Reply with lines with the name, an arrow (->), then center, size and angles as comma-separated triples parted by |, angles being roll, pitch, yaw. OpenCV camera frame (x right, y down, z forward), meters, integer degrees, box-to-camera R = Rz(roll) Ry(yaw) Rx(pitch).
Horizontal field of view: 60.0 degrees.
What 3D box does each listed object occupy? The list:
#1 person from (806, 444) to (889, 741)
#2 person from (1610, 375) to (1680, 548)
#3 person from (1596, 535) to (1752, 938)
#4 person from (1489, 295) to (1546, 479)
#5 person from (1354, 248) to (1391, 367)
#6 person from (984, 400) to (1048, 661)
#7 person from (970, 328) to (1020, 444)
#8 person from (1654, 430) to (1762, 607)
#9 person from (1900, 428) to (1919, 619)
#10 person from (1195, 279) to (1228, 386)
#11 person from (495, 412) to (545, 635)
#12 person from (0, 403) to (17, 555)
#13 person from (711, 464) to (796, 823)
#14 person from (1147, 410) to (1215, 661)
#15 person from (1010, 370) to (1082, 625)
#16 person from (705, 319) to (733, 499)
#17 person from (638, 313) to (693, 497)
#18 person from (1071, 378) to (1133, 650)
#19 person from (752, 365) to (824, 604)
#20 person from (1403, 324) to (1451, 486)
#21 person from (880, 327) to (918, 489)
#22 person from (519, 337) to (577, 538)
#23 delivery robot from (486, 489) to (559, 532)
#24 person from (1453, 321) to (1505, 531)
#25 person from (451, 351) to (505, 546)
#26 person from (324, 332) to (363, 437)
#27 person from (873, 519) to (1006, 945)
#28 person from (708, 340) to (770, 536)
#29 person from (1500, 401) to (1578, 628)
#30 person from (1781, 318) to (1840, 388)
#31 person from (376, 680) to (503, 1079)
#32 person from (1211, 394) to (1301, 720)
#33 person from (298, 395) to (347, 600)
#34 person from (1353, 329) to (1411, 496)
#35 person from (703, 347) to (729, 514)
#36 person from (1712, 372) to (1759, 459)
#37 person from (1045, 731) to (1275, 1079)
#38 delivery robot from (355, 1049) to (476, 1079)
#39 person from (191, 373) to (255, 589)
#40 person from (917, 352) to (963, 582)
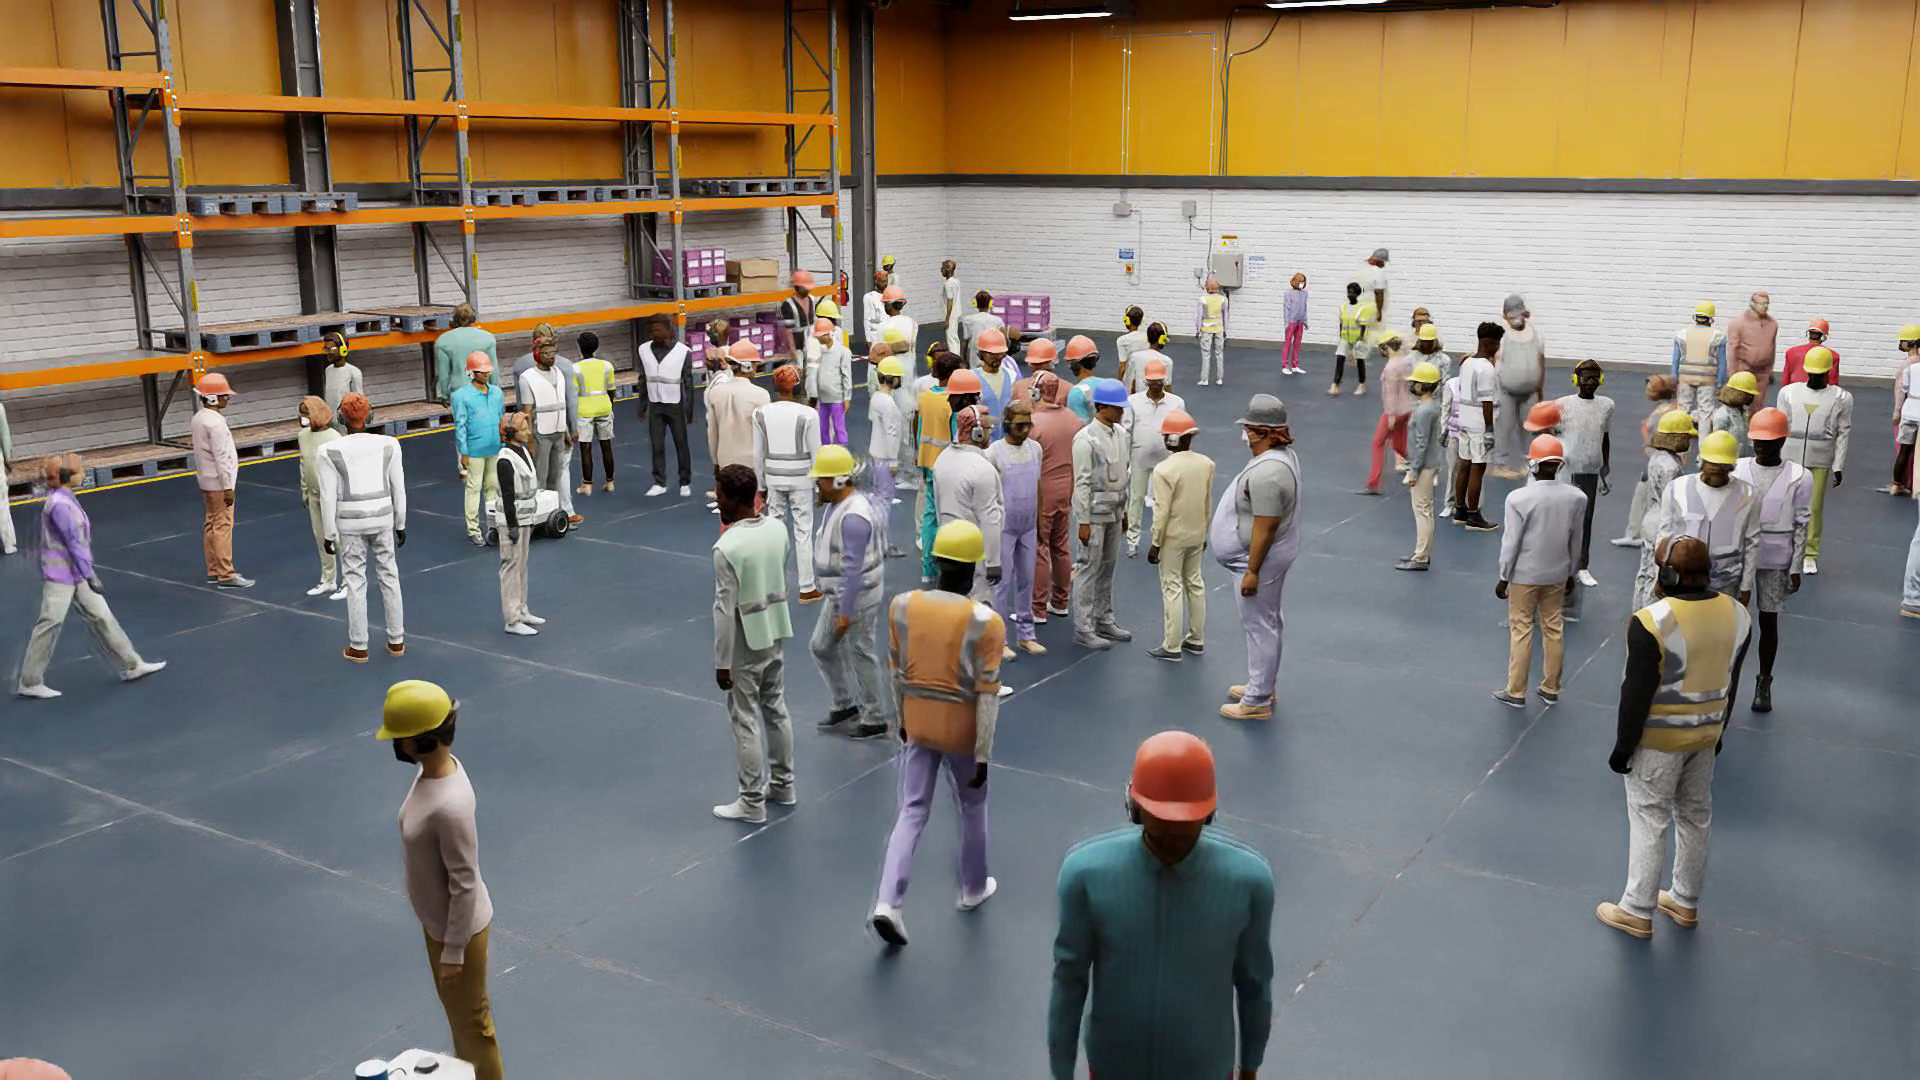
person -> -0.687, 0.325, 9.910 | 0.549, 1.805, 0.610 | -4, 14, -16
person -> 6.105, -0.663, 14.636 | 0.692, 1.597, 0.536 | 3, 13, 14
person -> 3.172, 0.875, 7.450 | 0.625, 1.844, 0.429 | -5, 14, -21
person -> 6.050, -1.688, 18.128 | 0.715, 2.000, 0.546 | -2, 13, -7
person -> 6.805, -3.847, 27.493 | 0.549, 2.000, 0.798 | -5, 14, -20
person -> 0.376, -0.067, 11.561 | 0.515, 1.835, 0.359 | -9, 16, -35
person -> 0.272, -0.802, 14.281 | 0.614, 2.040, 0.390 | -8, 15, -31
person -> 4.631, 0.216, 10.349 | 0.593, 1.825, 0.403 | 5, 14, 22
person -> 7.433, -0.394, 12.615 | 0.389, 1.992, 0.625 | 8, 15, 32
person -> 3.850, -3.171, 25.447 | 0.517, 1.636, 0.313 | -3, 13, -12
person -> -3.259, -0.129, 12.243 | 0.312, 1.642, 0.515 | 0, 13, 0
person -> -8.543, -0.650, 14.503 | 0.518, 1.640, 0.307 | -10, 16, -36
person -> -1.085, 0.544, 8.742 | 0.384, 1.910, 0.596 | 7, 15, 27
person -> 1.511, -0.036, 11.596 | 0.568, 1.747, 0.347 | -10, 17, -38
person -> 0.617, -0.319, 12.483 | 0.409, 1.909, 0.640 | 11, 17, 40
person -> -2.428, -1.336, 17.029 | 0.346, 1.846, 0.506 | 6, 14, 23
person -> -3.021, -1.393, 17.151 | 0.601, 1.908, 0.410 | 4, 13, 15
person -> 1.019, -0.189, 11.849 | 0.417, 1.940, 0.607 | 10, 16, 36
person -> -1.328, -0.430, 13.019 | 0.575, 1.882, 0.355 | 4, 13, 16
person -> 4.950, -1.437, 17.715 | 0.480, 1.731, 0.356 | 5, 14, 19
person -> -0.699, -1.378, 17.501 | 0.616, 1.714, 0.491 | 4, 13, 15
person -> -3.832, -0.960, 15.398 | 0.375, 1.843, 0.575 | 6, 14, 24
delivery robot -> -3.981, -0.295, 15.134 | 0.477, 0.478, 0.707 | 6, 14, 24
person -> 4.887, -1.074, 15.645 | 0.377, 1.959, 0.603 | -1, 13, -5
person -> -4.311, -0.836, 15.062 | 0.329, 1.752, 0.563 | 8, 15, 31
person -> -5.779, -1.013, 15.573 | 0.512, 1.872, 0.328 | 8, 15, 31
person -> -0.096, 0.855, 7.442 | 0.589, 1.892, 0.884 | 5, 14, 22
person -> -1.780, -0.644, 13.711 | 0.612, 1.990, 0.392 | 7, 15, 27
person -> 4.387, -0.195, 12.396 | 0.608, 1.704, 0.606 | 3, 13, 11
person -> 9.296, -1.555, 18.217 | 0.575, 1.739, 0.350 | 9, 16, 35
person -> -1.777, 1.319, 5.708 | 0.327, 1.760, 0.523 | -6, 14, -25
person -> 1.833, 0.096, 10.388 | 0.538, 2.000, 0.684 | 4, 14, 18
person -> -5.037, -0.338, 13.185 | 0.502, 1.627, 0.278 | 8, 15, 32
person -> 4.547, -1.309, 17.196 | 0.687, 1.712, 0.533 | 7, 15, 29
person -> -2.354, -1.080, 16.364 | 0.315, 1.641, 0.515 | -3, 13, -13
person -> 6.379, -0.532, 13.785 | 0.311, 1.736, 0.484 | 12, 18, 43
person -> 0.540, 1.471, 4.575 | 0.621, 1.972, 0.616 | 2, 13, 9
delivery robot -> -1.905, 1.941, 5.438 | 0.477, 0.478, 0.707 | 5, 14, 21
person -> -6.017, -0.486, 13.546 | 0.342, 1.748, 0.572 | -10, 17, -38
person -> -0.136, -0.570, 13.549 | 0.372, 1.916, 0.597 | -9, 16, -35
